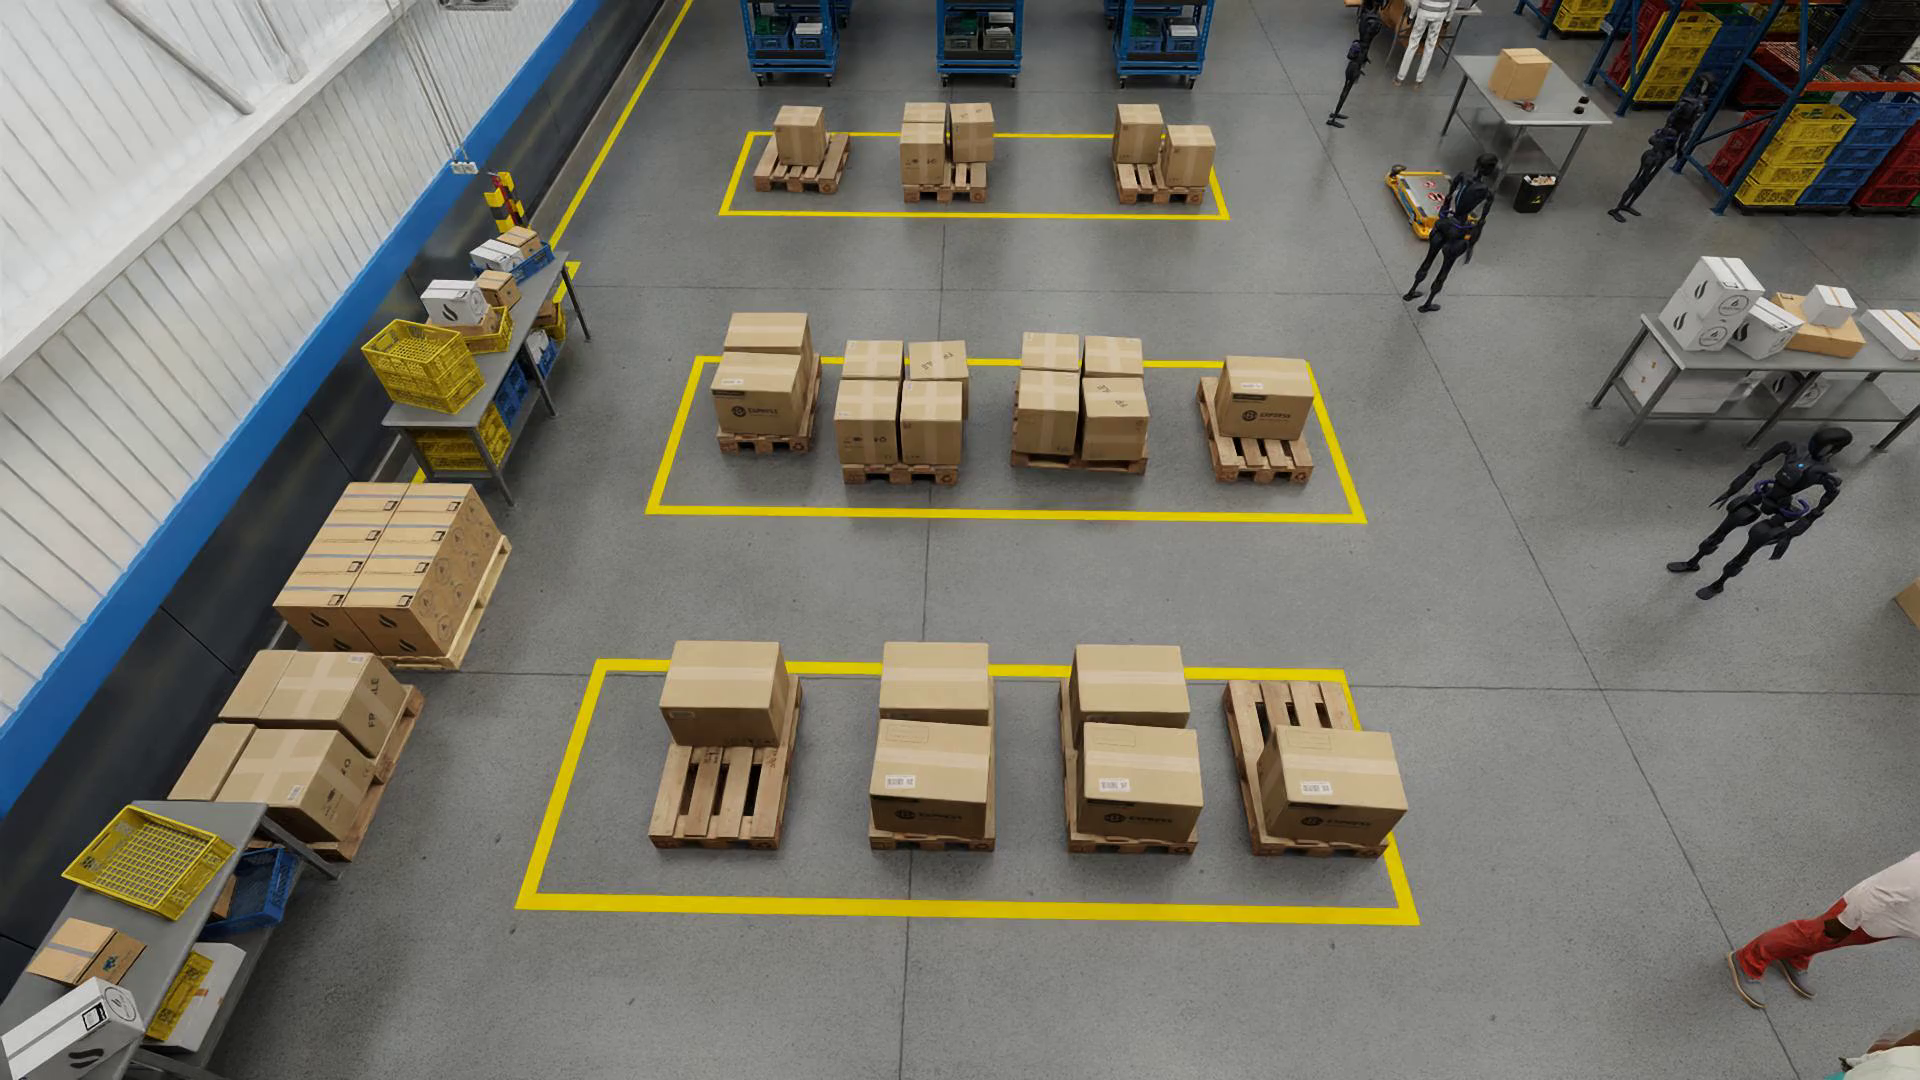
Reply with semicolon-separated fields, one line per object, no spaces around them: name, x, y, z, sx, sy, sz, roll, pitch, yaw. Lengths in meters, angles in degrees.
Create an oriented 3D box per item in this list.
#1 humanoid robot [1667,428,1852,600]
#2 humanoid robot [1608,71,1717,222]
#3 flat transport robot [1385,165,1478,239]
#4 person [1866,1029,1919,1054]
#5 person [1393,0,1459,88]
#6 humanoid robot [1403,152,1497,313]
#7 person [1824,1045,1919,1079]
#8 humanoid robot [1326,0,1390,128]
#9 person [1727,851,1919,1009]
humanoid robot;5.922;-0.192;6.761;0.320;1.653;0.611;-13;50;-11
humanoid robot;8.057;-4.469;10.461;0.584;1.657;0.330;-22;53;-18
flat transport robot;5.692;-4.094;11.059;0.652;0.197;1.431;1;49;1
person;4.630;2.574;4.135;0.567;2.000;0.738;-33;57;-25
person;6.581;-7.333;12.810;0.572;1.887;0.356;13;50;11
humanoid robot;4.998;-3.107;9.291;0.310;1.655;0.570;-16;51;-14
person;4.155;2.629;4.272;0.325;1.759;0.524;36;58;27
humanoid robot;5.261;-6.337;12.085;0.328;1.652;0.573;19;52;16
person;4.806;1.933;4.722;0.608;1.991;0.380;-6;49;-5
